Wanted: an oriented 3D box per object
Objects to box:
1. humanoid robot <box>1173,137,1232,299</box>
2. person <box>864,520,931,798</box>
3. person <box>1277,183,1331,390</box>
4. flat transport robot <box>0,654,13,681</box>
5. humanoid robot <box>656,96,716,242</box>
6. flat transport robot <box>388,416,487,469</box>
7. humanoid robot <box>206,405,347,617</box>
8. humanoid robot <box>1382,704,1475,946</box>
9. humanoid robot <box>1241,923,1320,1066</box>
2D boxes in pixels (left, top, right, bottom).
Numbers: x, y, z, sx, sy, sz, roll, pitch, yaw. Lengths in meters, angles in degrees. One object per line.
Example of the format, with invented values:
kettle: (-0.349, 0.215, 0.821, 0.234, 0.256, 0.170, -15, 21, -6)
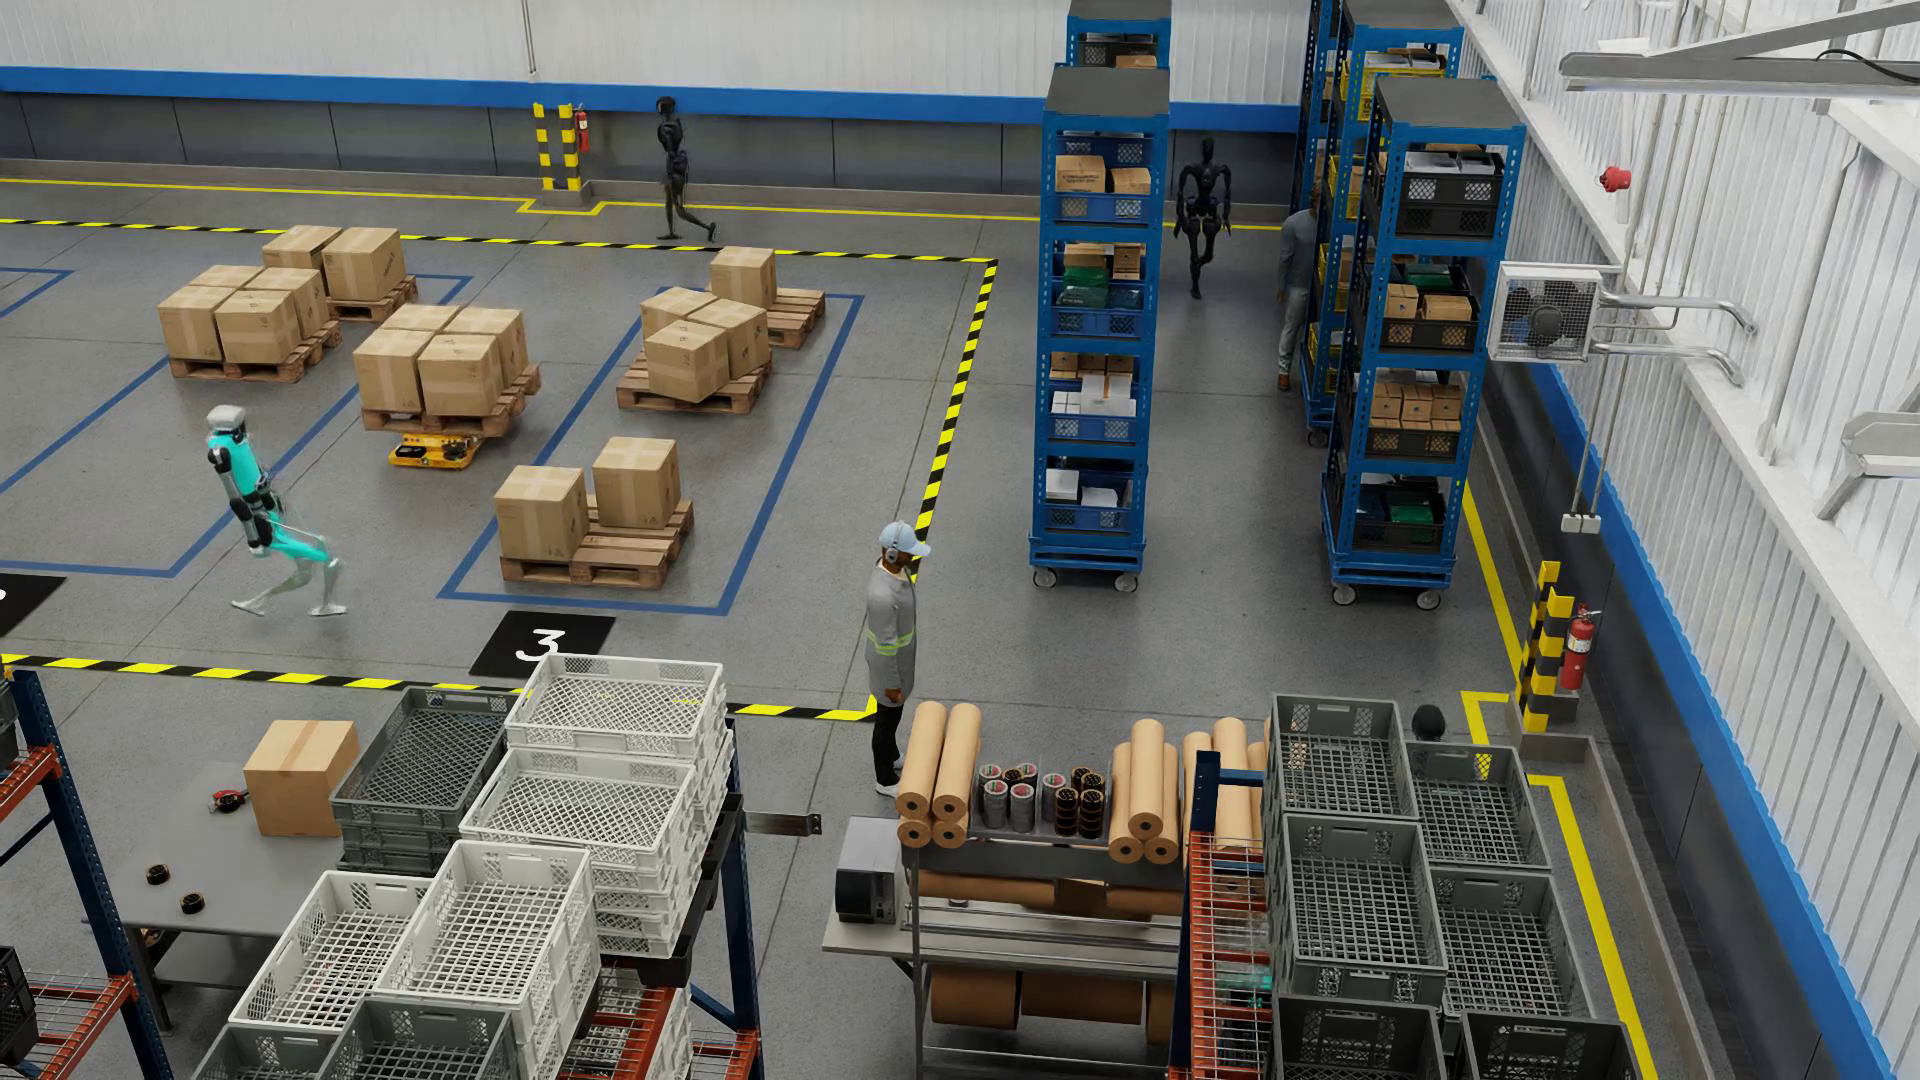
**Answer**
humanoid robot: (2.472, -3.353, 17.049, 0.589, 1.629, 0.652, -2, 30, -3)
person: (-0.365, 0.701, 9.899, 0.396, 1.848, 0.587, 2, 30, 4)
person: (3.150, -2.276, 14.924, 0.636, 1.936, 0.357, -2, 30, -3)
flat transport robot: (-7.142, 0.969, 11.010, 1.431, 0.231, 0.659, 3, 30, 6)
humanoid robot: (-3.070, -4.084, 18.303, 0.633, 1.631, 0.606, -2, 30, -4)
flat transport robot: (-4.373, -1.043, 14.438, 0.652, 0.197, 1.431, 3, 30, 6)
humanoid robot: (-4.655, -0.134, 11.435, 1.017, 1.727, 0.533, -4, 30, -6)
humanoid robot: (2.356, 1.568, 8.580, 0.600, 1.638, 0.480, -1, 30, -2)
humanoid robot: (1.161, 2.319, 7.255, 1.041, 1.739, 0.562, 3, 30, 5)
